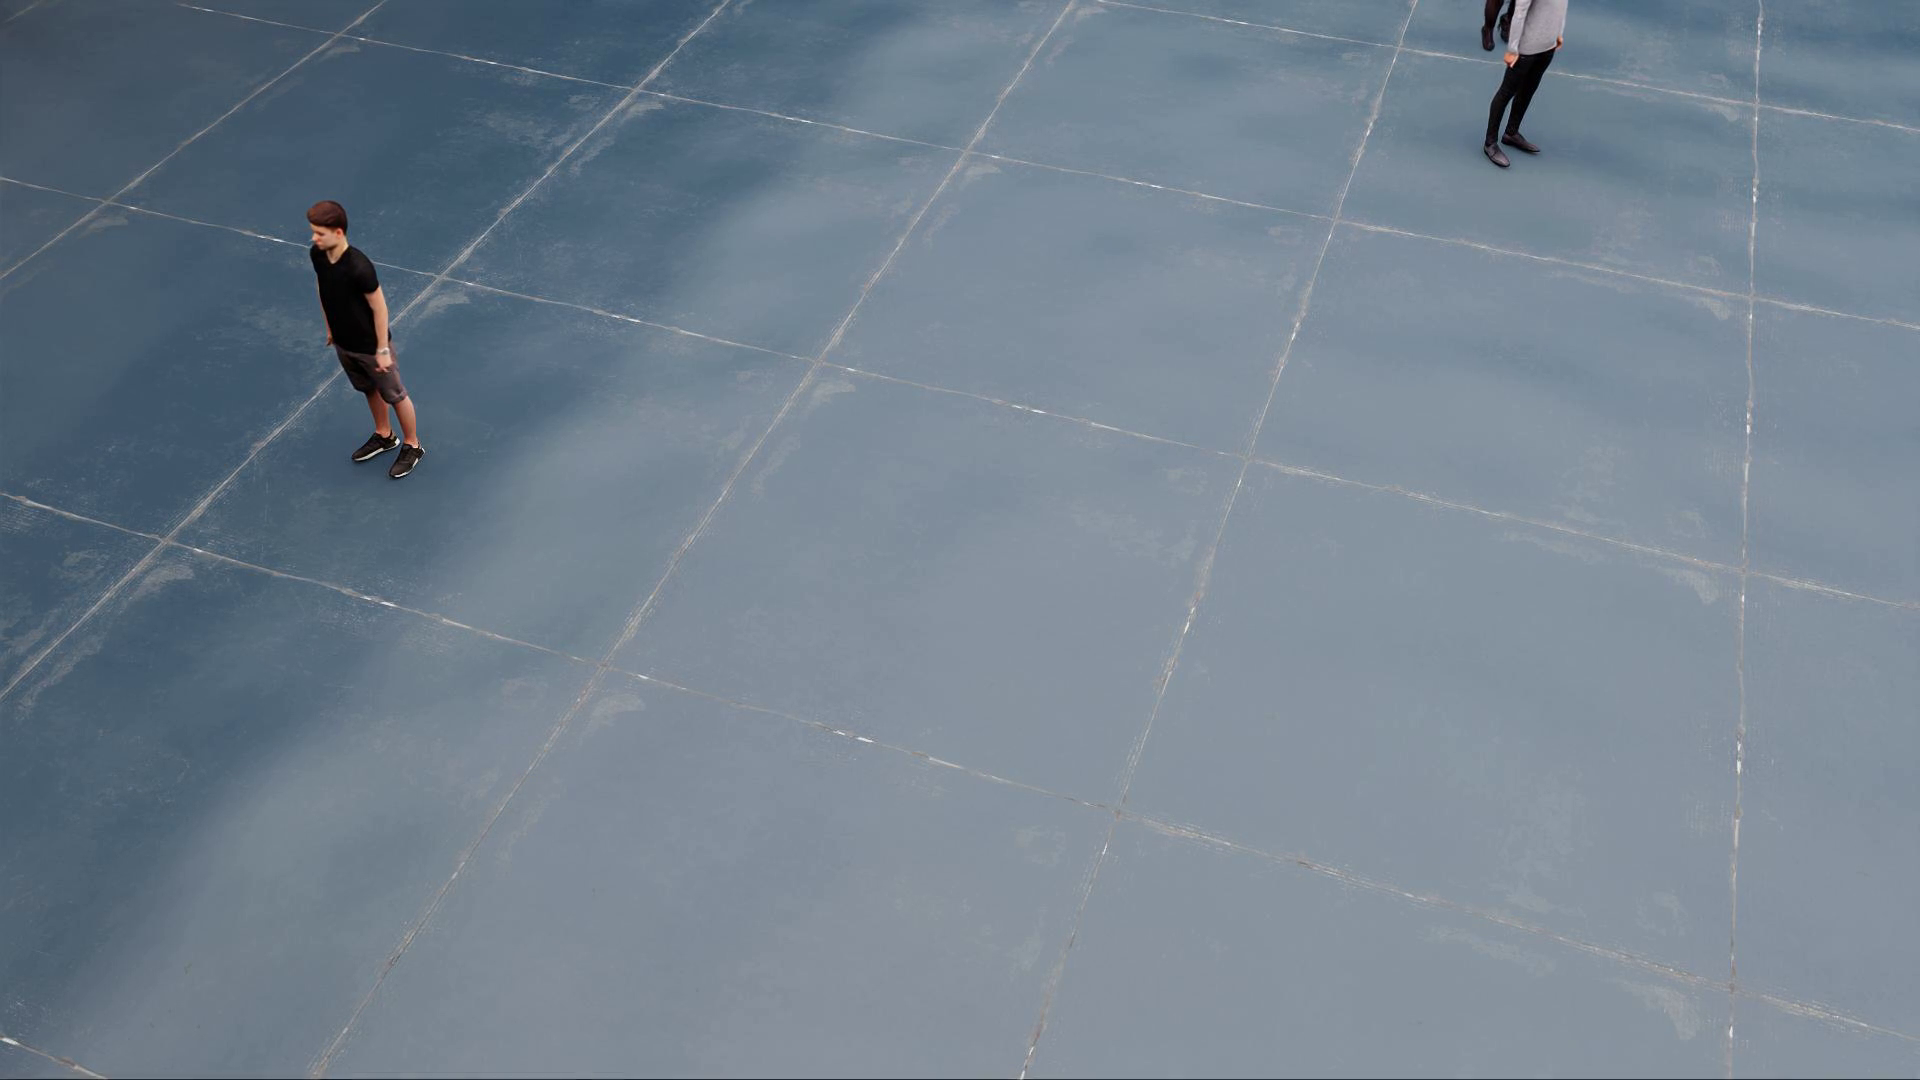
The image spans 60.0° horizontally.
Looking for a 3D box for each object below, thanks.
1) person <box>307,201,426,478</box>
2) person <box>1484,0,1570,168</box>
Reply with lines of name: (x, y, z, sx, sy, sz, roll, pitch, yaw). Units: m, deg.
person: (-3.594, -1.228, 10.023, 0.599, 1.861, 0.790, 23, 48, 23)
person: (4.415, -3.860, 12.798, 0.831, 1.922, 0.856, -24, 48, -24)
